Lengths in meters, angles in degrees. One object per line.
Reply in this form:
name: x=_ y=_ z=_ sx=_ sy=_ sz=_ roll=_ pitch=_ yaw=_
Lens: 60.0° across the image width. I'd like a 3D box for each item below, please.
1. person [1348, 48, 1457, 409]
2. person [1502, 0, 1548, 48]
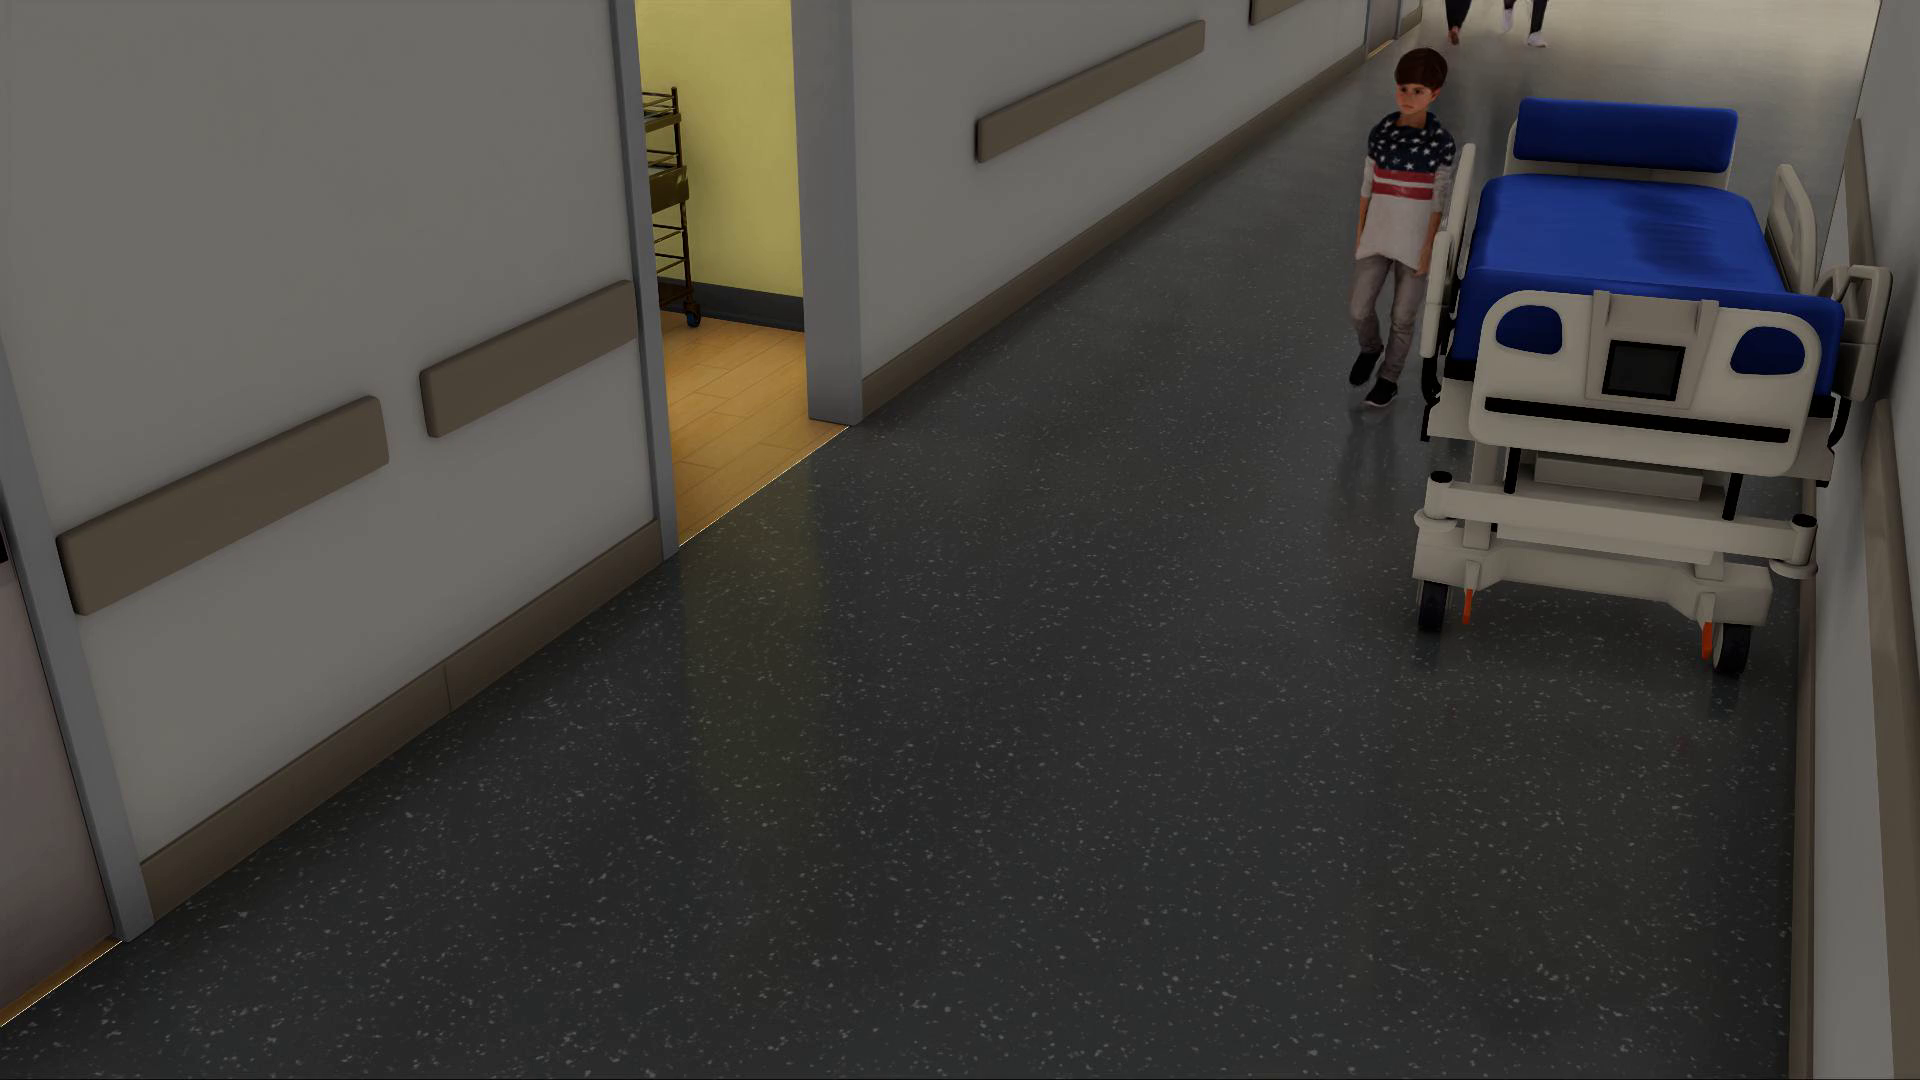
person: x=1.790 y=-1.248 z=6.673 sx=0.535 sy=1.433 sz=0.589 roll=15 pitch=30 yaw=29
person: x=5.036 y=-5.255 z=14.625 sx=0.983 sy=1.744 sz=0.949 roll=-2 pitch=26 yaw=-4
